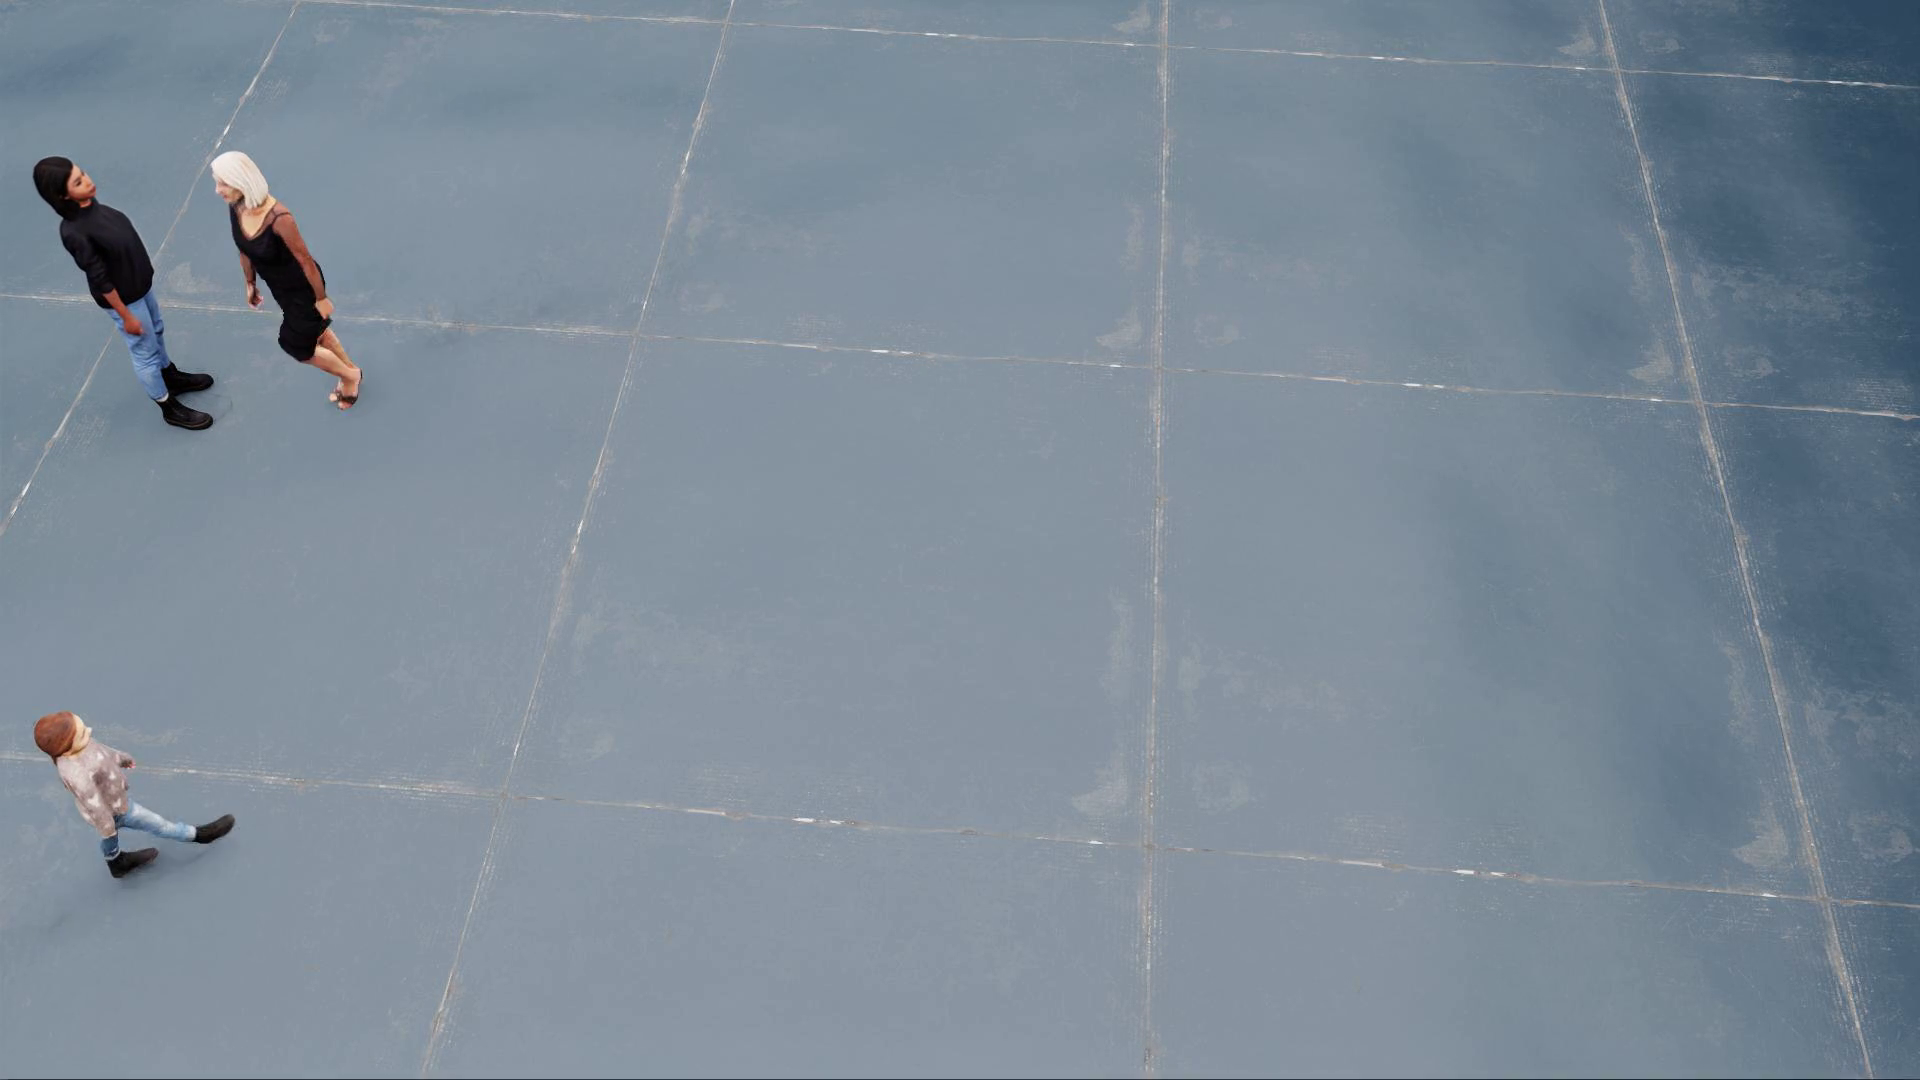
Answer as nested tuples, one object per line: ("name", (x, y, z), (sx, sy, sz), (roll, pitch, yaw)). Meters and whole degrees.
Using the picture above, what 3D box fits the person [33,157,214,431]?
("person", (-4.294, -1.269, 8.540), (0.624, 1.702, 0.625), (-10, 53, -7))

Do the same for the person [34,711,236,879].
("person", (-3.672, 1.108, 7.037), (0.869, 1.168, 0.752), (-24, 56, -17))

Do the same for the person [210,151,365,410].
("person", (-3.371, -1.358, 8.590), (0.714, 1.732, 0.783), (34, 60, 23))
